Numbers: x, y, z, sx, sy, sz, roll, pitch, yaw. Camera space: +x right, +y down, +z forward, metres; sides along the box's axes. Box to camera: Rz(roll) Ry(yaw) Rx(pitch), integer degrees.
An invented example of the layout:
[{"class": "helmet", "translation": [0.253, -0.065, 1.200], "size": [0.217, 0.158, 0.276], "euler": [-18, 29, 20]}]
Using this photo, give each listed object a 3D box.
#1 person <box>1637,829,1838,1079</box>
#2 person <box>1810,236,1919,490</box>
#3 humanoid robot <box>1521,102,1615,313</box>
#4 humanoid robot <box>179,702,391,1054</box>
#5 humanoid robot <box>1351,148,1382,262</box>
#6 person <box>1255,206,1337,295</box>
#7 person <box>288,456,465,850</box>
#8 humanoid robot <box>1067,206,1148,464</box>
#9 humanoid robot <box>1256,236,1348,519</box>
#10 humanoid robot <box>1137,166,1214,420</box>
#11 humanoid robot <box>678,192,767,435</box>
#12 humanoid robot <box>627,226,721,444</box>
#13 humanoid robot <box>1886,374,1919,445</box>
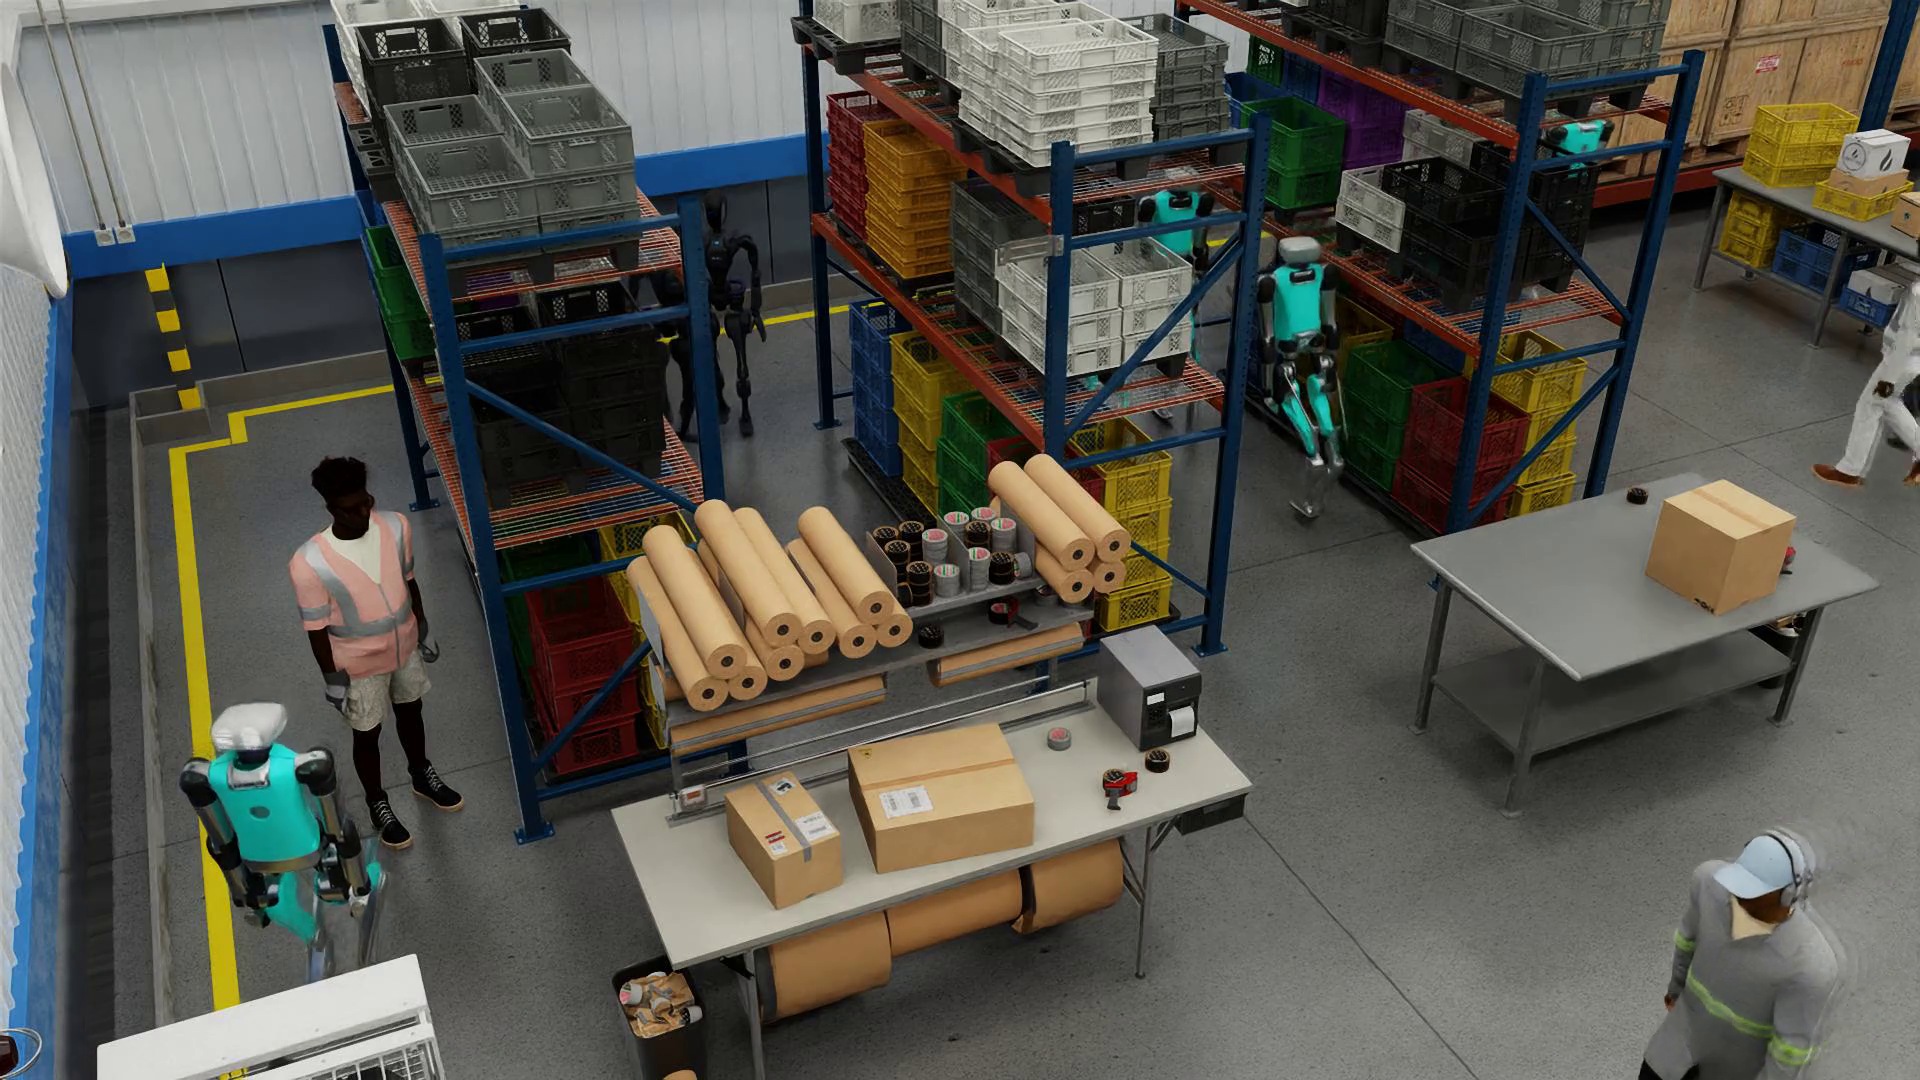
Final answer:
[{"class": "person", "translation": [2.569, 1.724, 5.703], "size": [0.951, 1.797, 0.617], "euler": [-14, 34, -21]}, {"class": "person", "translation": [5.856, -1.115, 10.250], "size": [0.591, 1.862, 0.632], "euler": [-26, 40, -35]}, {"class": "humanoid robot", "translation": [4.514, -2.585, 12.838], "size": [0.540, 1.850, 0.782], "euler": [-8, 33, -13]}, {"class": "humanoid robot", "translation": [-2.555, 1.266, 6.531], "size": [0.538, 1.788, 0.875], "euler": [-4, 32, -6]}, {"class": "humanoid robot", "translation": [3.205, -2.755, 13.107], "size": [0.600, 1.647, 0.453], "euler": [-10, 33, -15]}, {"class": "person", "translation": [2.662, -2.524, 12.413], "size": [0.833, 2.006, 0.621], "euler": [-2, 32, -4]}, {"class": "person", "translation": [-2.642, 0.499, 7.542], "size": [0.368, 1.966, 0.605], "euler": [20, 37, 29]}, {"class": "humanoid robot", "translation": [0.922, -1.164, 10.527], "size": [0.540, 1.841, 0.752], "euler": [-3, 32, -5]}, {"class": "humanoid robot", "translation": [2.112, -0.856, 9.992], "size": [0.554, 1.797, 0.833], "euler": [-10, 33, -16]}, {"class": "humanoid robot", "translation": [1.468, -1.520, 11.113], "size": [0.543, 1.880, 0.650], "euler": [-10, 33, -16]}, {"class": "humanoid robot", "translation": [-1.595, -1.491, 11.044], "size": [0.596, 1.646, 0.501], "euler": [-3, 32, -5]}, {"class": "humanoid robot", "translation": [-1.865, -1.315, 10.778], "size": [0.593, 1.642, 0.429], "euler": [-18, 36, -27]}, {"class": "humanoid robot", "translation": [6.428, -1.402, 10.910], "size": [0.446, 1.631, 0.611], "euler": [10, 33, 16]}]
